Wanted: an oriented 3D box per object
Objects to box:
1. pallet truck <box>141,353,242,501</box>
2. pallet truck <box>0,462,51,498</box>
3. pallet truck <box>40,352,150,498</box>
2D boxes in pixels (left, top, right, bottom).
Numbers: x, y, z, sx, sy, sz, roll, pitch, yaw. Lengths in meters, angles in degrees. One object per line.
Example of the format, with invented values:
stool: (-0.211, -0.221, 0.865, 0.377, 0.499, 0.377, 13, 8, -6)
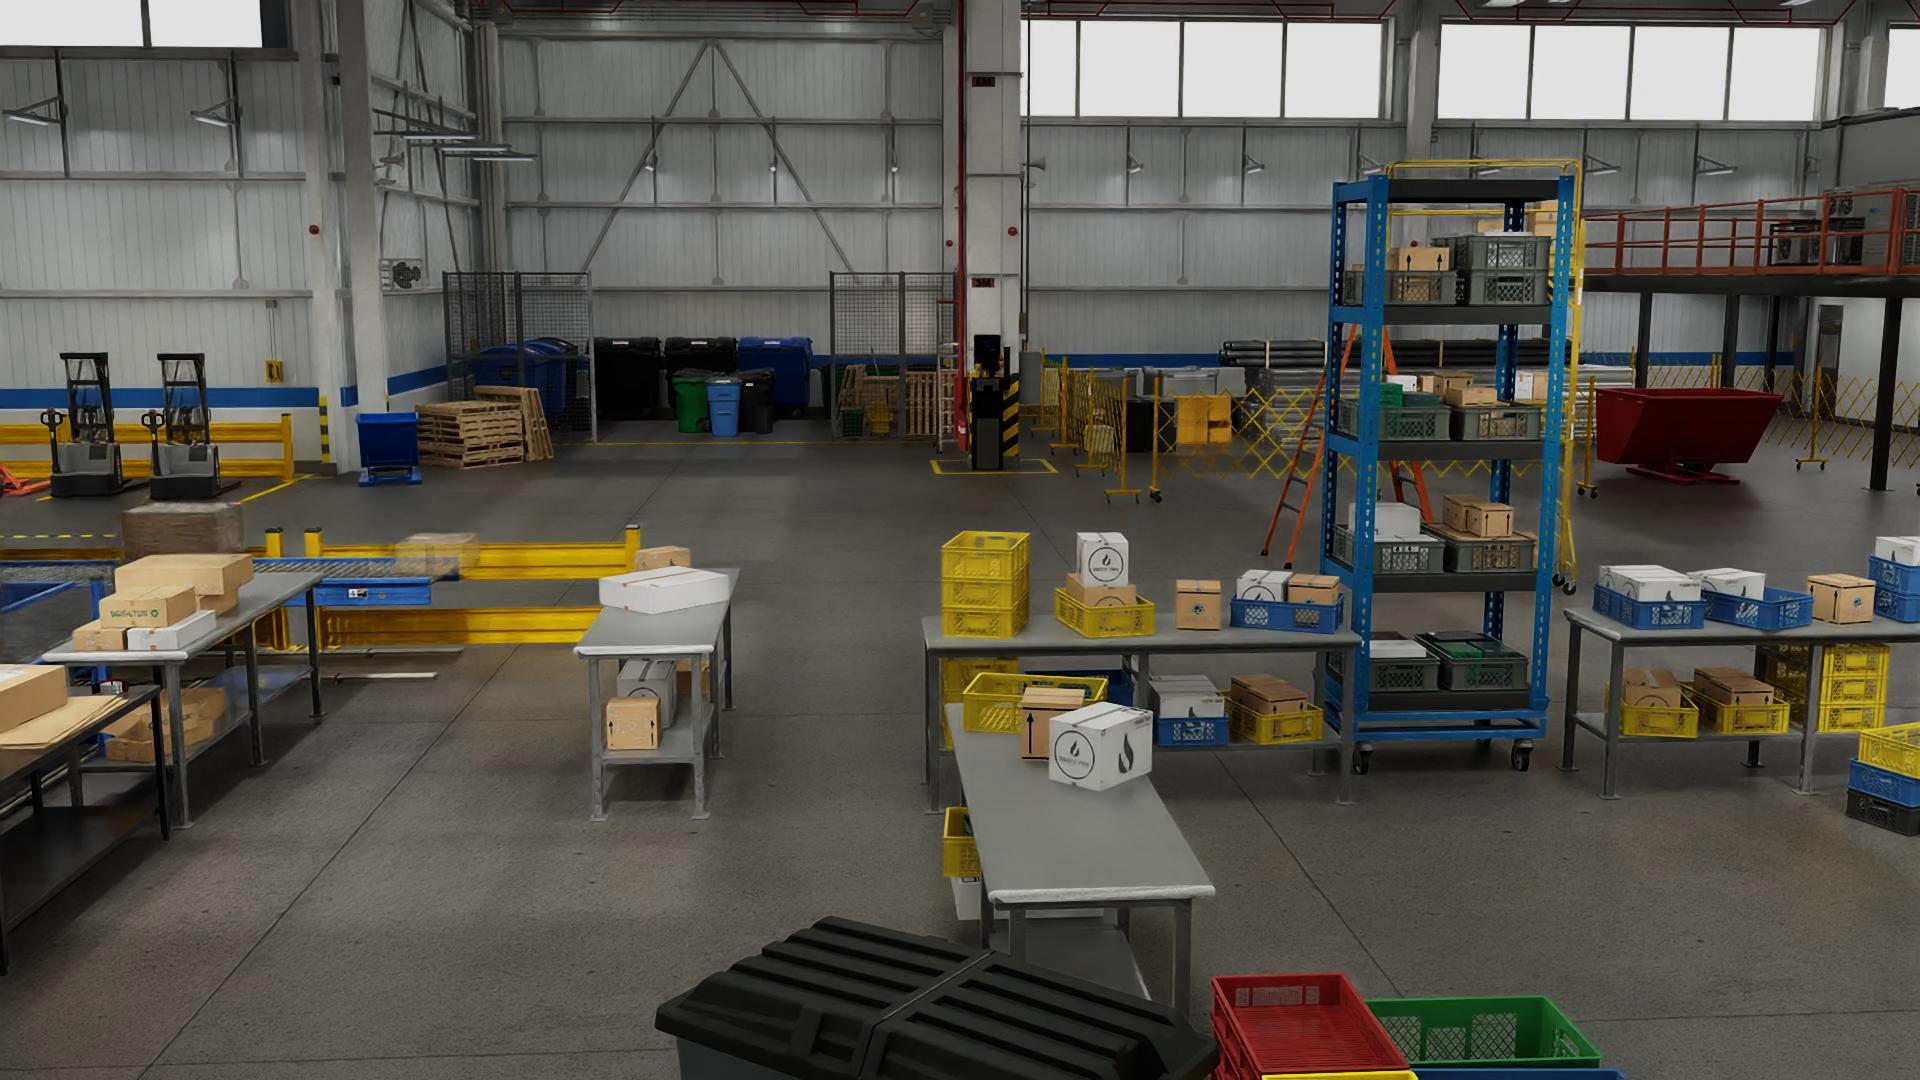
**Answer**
pallet truck: (-10.520, -1.604, 22.925, 0.823, 1.965, 1.885, -1, 9, -6)
pallet truck: (-13.193, -1.293, 23.148, 0.653, 1.274, 1.630, -1, 9, -4)
pallet truck: (-11.907, -1.642, 23.165, 0.823, 1.965, 1.885, 0, 9, 0)
